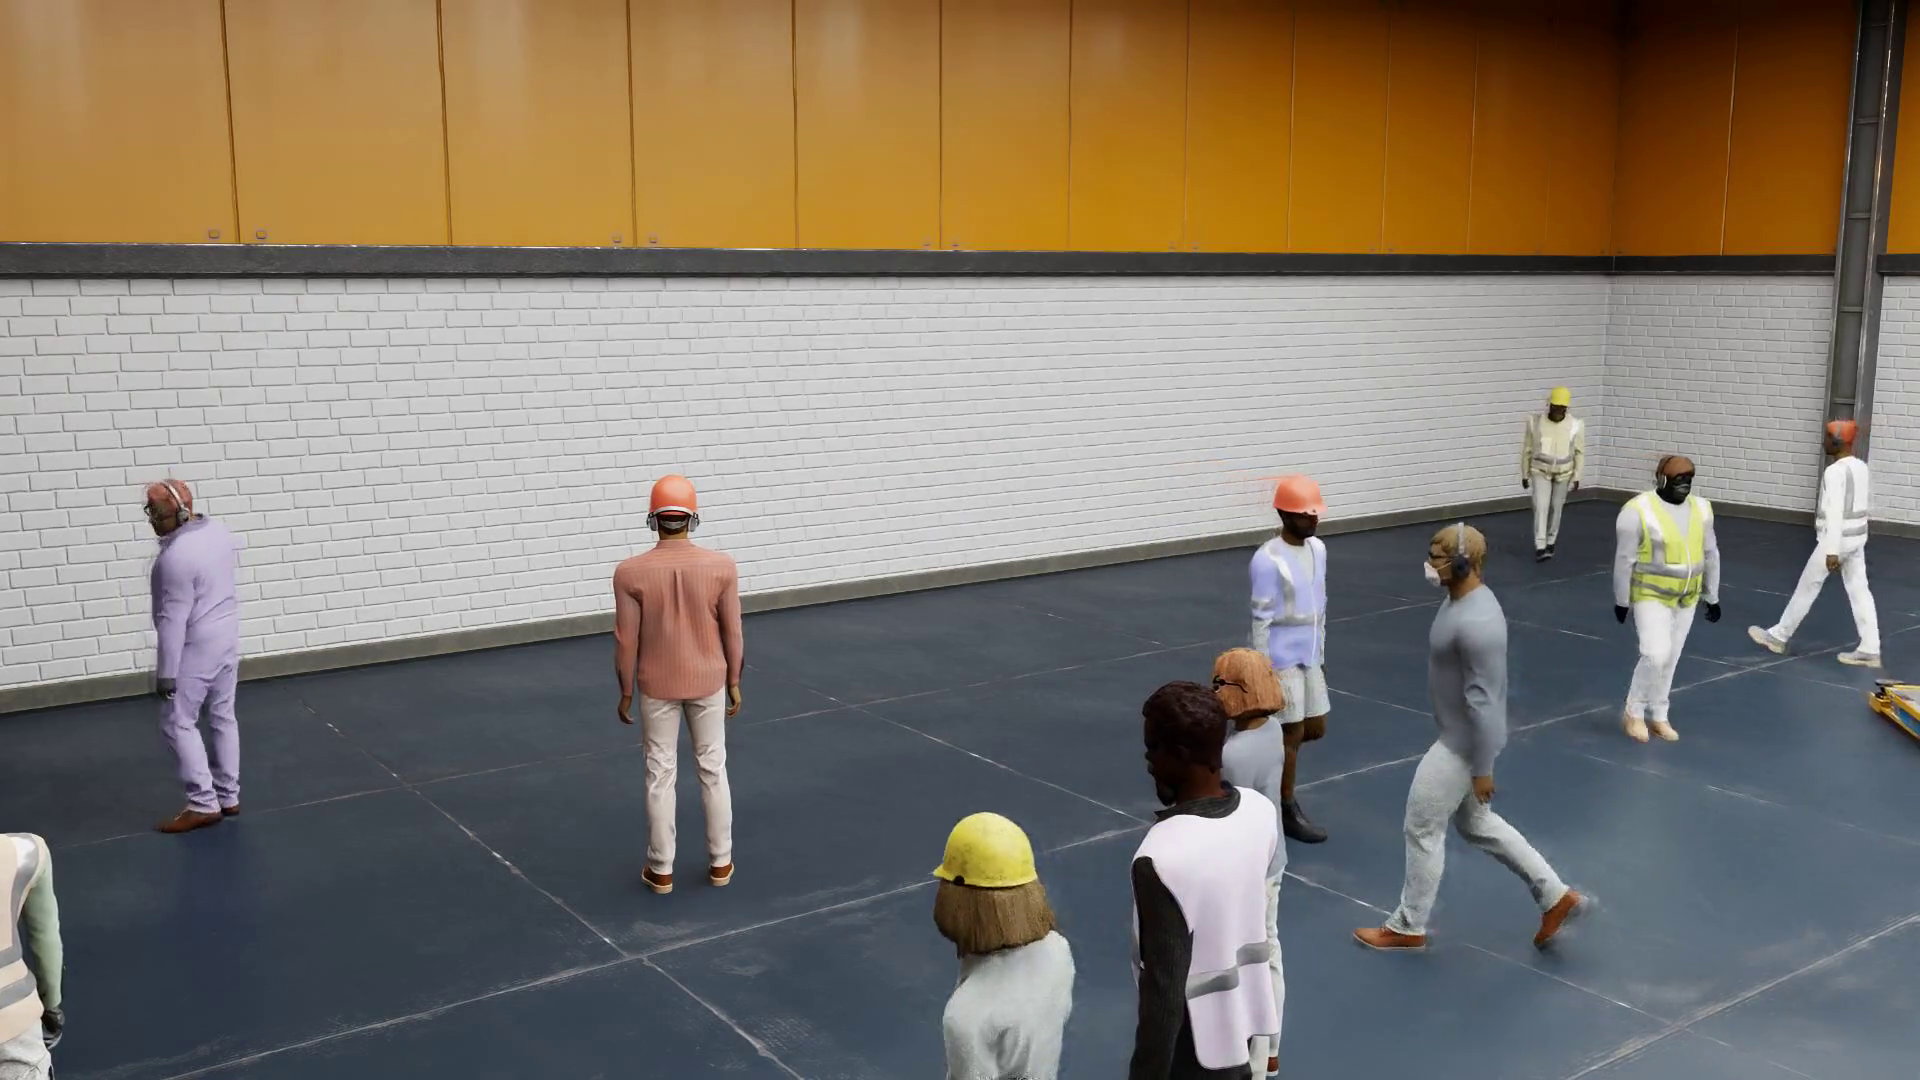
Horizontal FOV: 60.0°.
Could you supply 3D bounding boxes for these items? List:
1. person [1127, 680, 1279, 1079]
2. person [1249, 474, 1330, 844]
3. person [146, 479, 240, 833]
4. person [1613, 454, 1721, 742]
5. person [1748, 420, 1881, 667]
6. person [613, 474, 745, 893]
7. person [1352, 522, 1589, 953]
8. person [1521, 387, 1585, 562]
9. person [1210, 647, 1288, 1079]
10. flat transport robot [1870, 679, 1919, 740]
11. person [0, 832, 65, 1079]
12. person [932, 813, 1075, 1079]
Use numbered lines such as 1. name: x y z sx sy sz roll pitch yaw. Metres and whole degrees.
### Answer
1. person: 0.613 1.304 4.330 0.393 1.916 0.591 6 11 33
2. person: 1.683 0.596 8.684 0.556 1.917 0.601 -8 12 -42
3. person: -4.082 0.596 8.860 0.399 1.881 0.683 0 9 3
4. person: 4.414 0.369 10.385 0.645 1.827 0.462 -3 10 -16
5. person: 6.563 0.007 12.571 0.604 1.828 0.971 -7 12 -38
6. person: -1.332 0.683 7.911 0.610 1.996 0.378 -3 10 -17
7. person: 2.216 0.862 7.092 0.911 1.906 0.629 2 9 14
8. person: 6.030 -0.675 16.948 0.597 1.775 0.910 2 9 12
9. person: 1.010 1.187 5.916 0.283 1.633 0.501 5 10 27
10. flat transport robot: 6.280 1.138 10.410 0.652 0.197 1.431 2 9 12
11. person: -2.772 1.388 4.657 0.307 1.639 0.525 7 12 38
12. person: 0.171 1.482 3.812 0.624 1.716 0.499 6 11 35
